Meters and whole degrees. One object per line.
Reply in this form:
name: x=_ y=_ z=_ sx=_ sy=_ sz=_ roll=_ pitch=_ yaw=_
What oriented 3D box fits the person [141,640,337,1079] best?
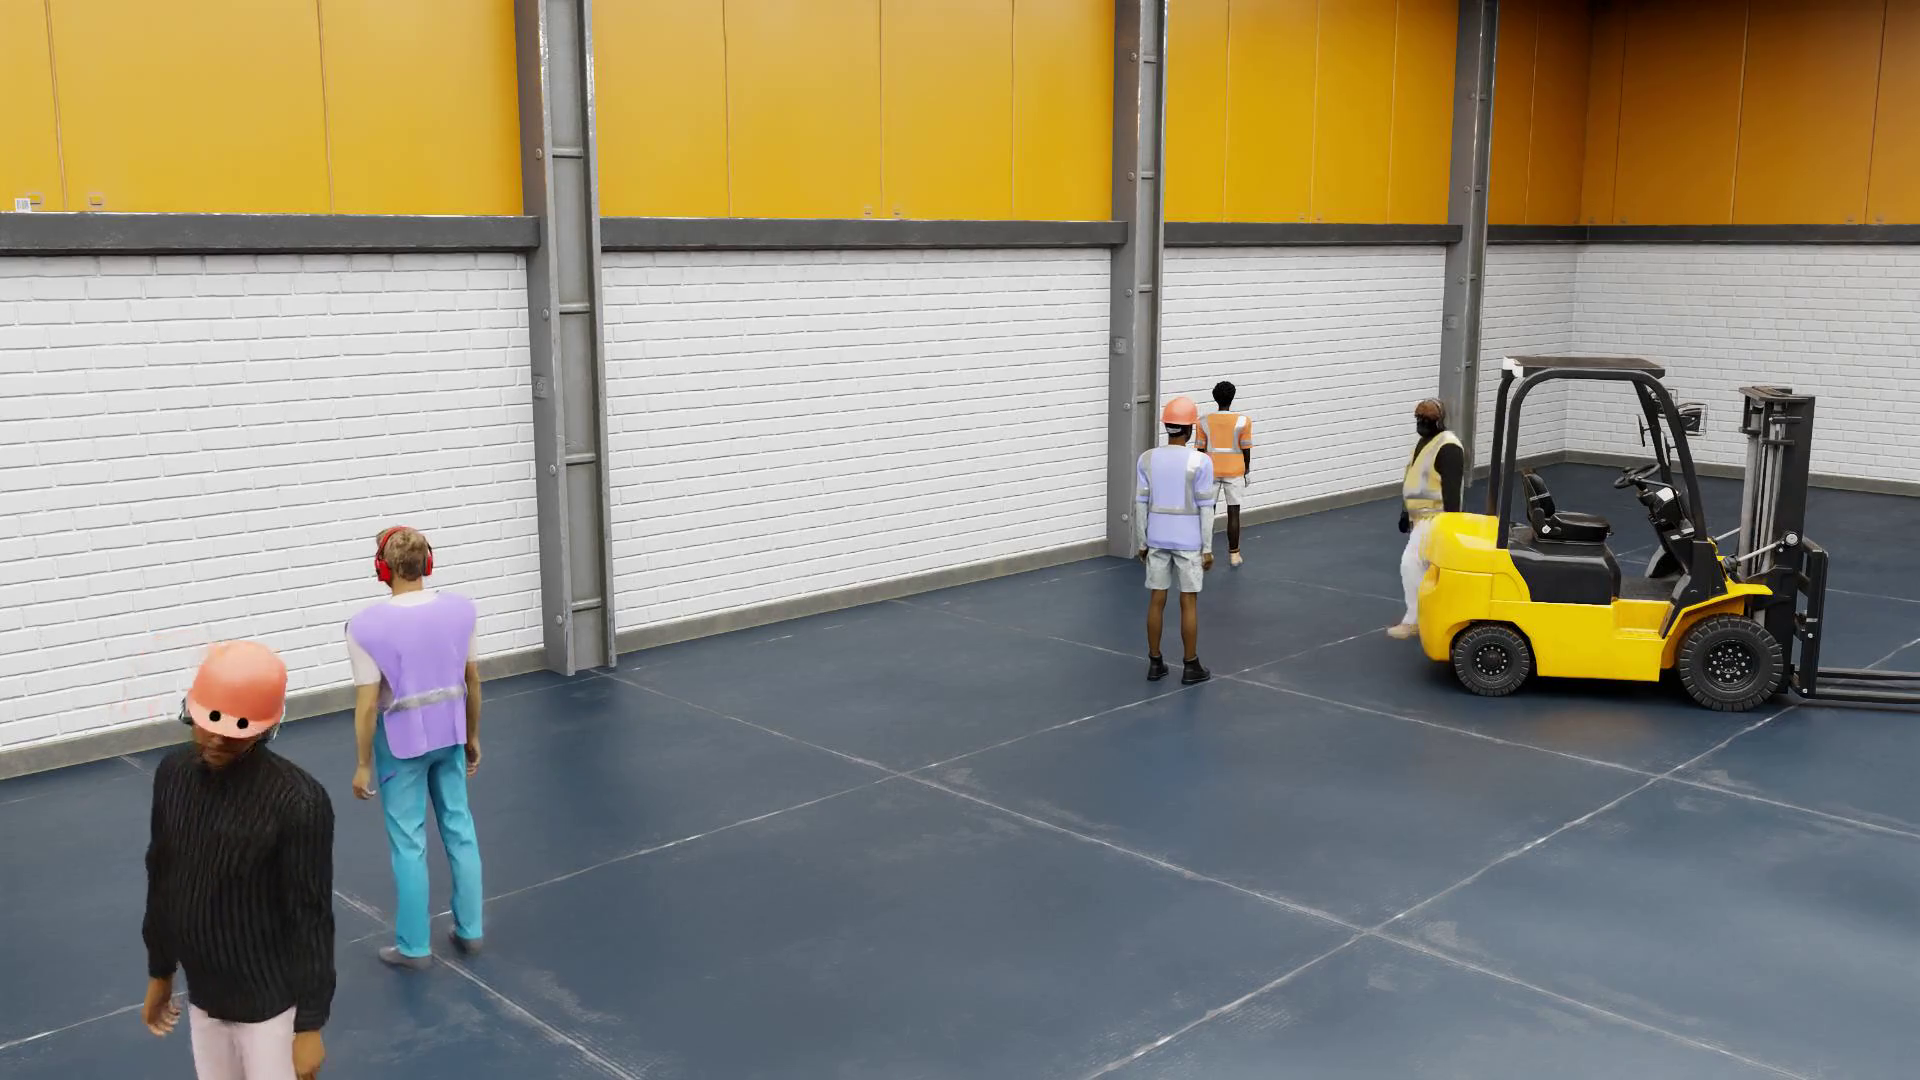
person: x=-1.924 y=1.221 z=4.505 sx=0.672 sy=1.966 sz=0.373 roll=6 pitch=12 yaw=31

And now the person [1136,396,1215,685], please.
person: x=1.454 y=0.004 z=11.199 sx=0.545 sy=1.939 sz=0.373 roll=6 pitch=12 yaw=29

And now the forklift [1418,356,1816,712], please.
forklift: x=4.276 y=-0.101 z=11.076 sx=2.313 sy=2.155 sz=1.214 roll=2 pitch=11 yaw=13

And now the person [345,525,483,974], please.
person: x=-2.201 y=0.857 z=6.813 sx=0.373 sy=1.840 sz=0.570 roll=9 pitch=14 yaw=41

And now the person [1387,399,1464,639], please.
person: x=3.420 y=-0.151 z=12.391 sx=0.674 sy=1.807 sz=0.677 roll=0 pitch=10 yaw=-1

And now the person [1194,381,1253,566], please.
person: x=2.401 y=-0.604 z=15.198 sx=0.531 sy=1.694 sz=0.320 roll=4 pitch=11 yaw=19
